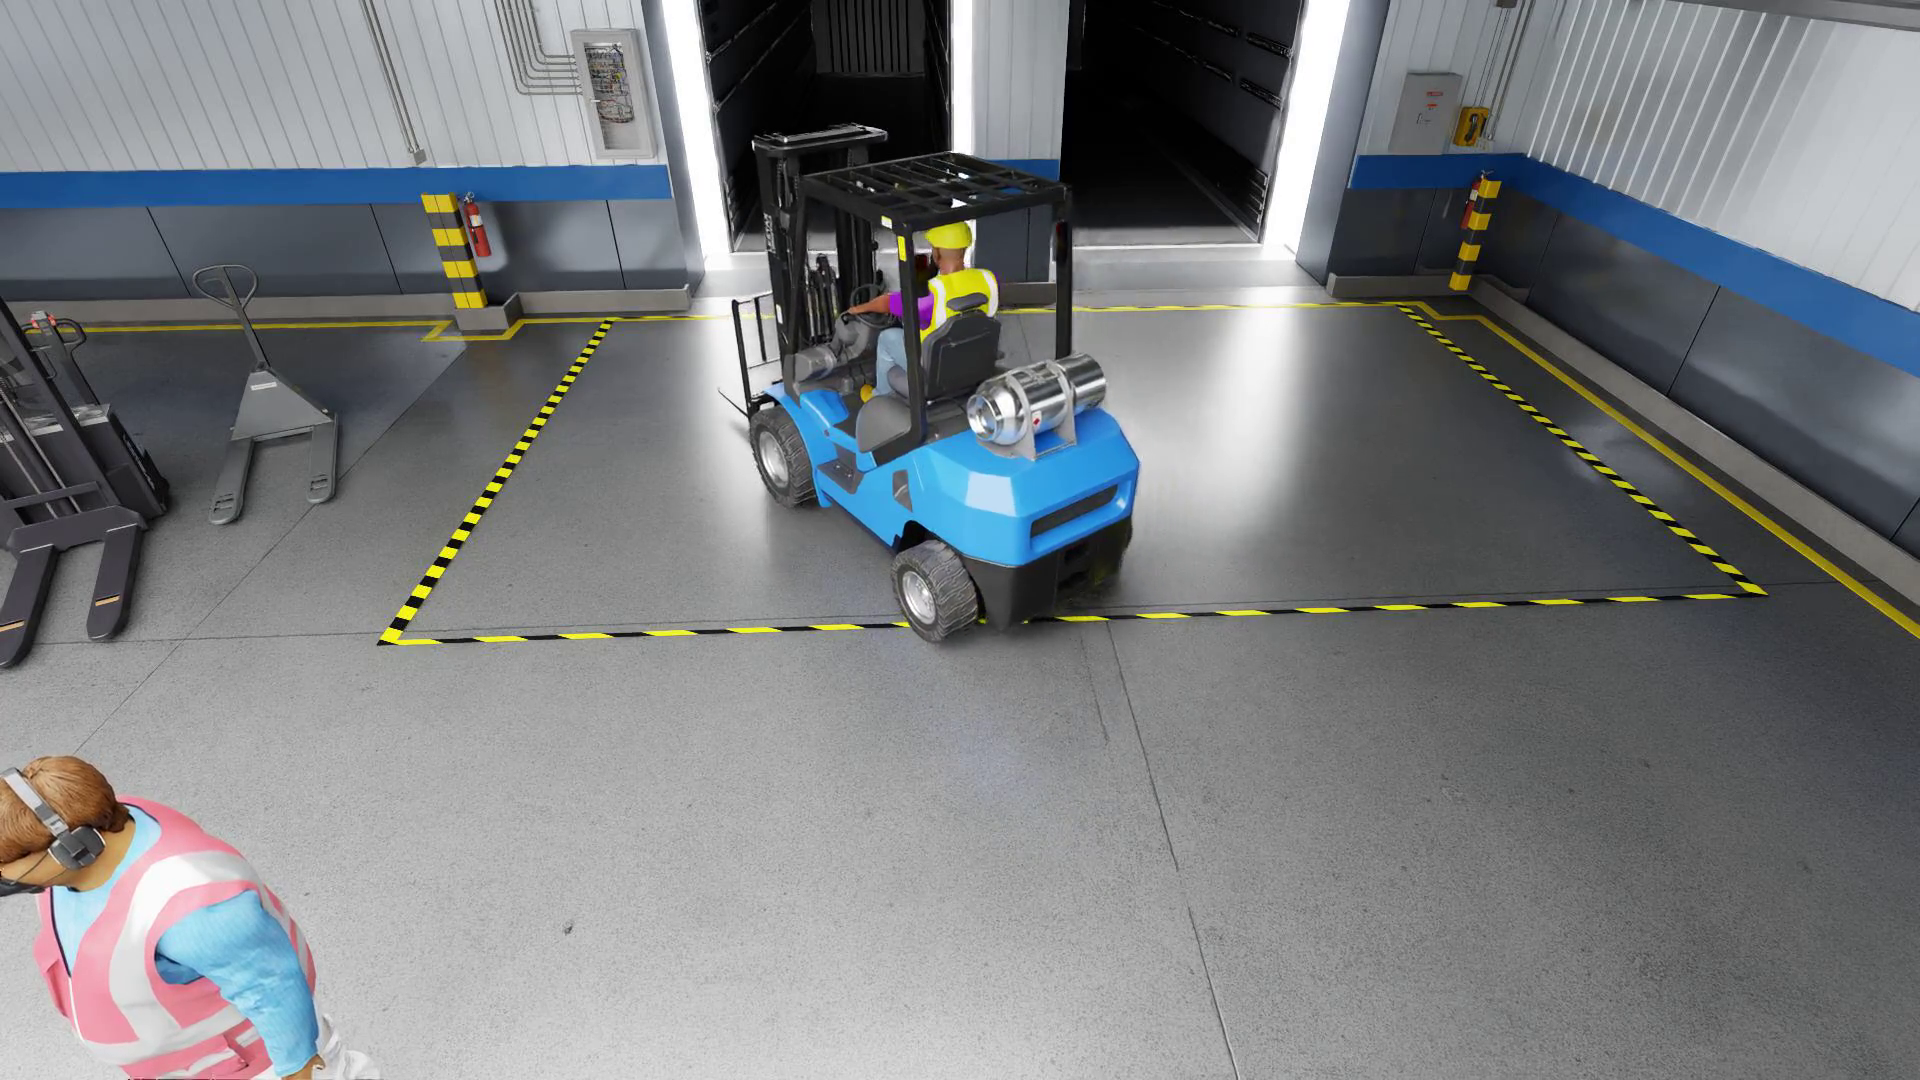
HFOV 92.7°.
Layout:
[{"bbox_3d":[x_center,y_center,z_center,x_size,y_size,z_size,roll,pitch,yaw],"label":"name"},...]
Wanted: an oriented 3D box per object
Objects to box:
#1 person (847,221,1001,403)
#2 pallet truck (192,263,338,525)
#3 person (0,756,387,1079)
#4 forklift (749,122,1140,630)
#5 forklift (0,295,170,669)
[{"bbox_3d":[-0.235,-1.237,5.129,0.635,1.294,1.004,-23,41,-30],"label":"person"},{"bbox_3d":[-4.778,-1.027,6.128,0.680,1.201,1.601,-17,38,-23],"label":"pallet truck"},{"bbox_3d":[-1.895,1.224,2.365,0.629,1.842,0.429,16,38,21],"label":"person"},{"bbox_3d":[-0.205,-1.054,5.193,1.157,2.036,2.680,-23,41,-30],"label":"forklift"},{"bbox_3d":[-5.212,-0.618,4.878,0.823,1.965,1.885,-20,39,-26],"label":"forklift"}]
